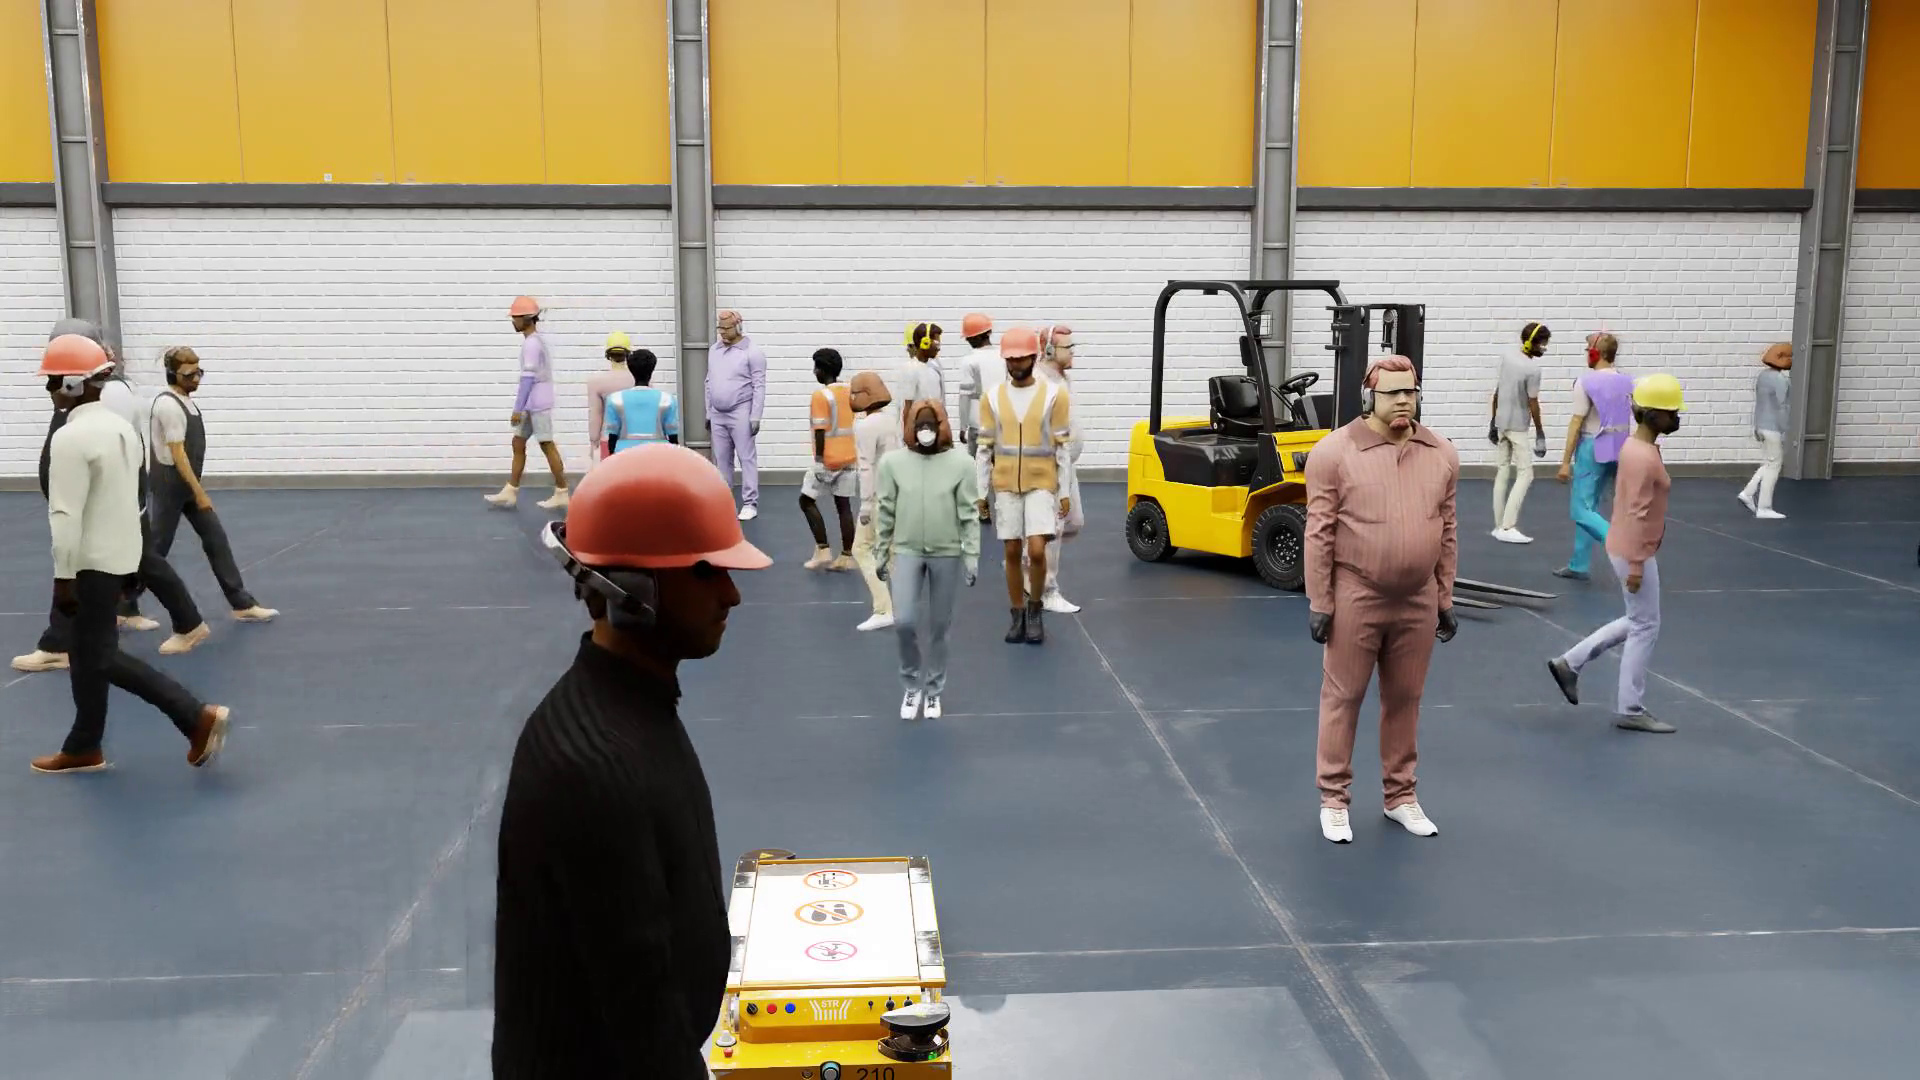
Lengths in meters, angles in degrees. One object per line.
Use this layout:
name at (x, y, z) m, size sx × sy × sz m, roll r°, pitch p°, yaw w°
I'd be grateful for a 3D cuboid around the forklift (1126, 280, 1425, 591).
forklift at (2.301, -0.860, 12.475) m, size 1.214 × 2.155 × 2.313 m, roll -6°, pitch 11°, yaw -35°

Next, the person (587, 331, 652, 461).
person at (-2.717, -0.785, 13.347) m, size 0.524 × 1.769 × 0.325 m, roll -3°, pitch 10°, yaw -18°

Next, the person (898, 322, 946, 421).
person at (-0.321, -0.930, 14.085) m, size 0.403 × 1.822 × 0.588 m, roll -1°, pitch 9°, yaw -6°

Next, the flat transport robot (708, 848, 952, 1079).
flat transport robot at (-0.394, 1.269, 5.127) m, size 0.652 × 0.197 × 1.431 m, roll -1°, pitch 9°, yaw -4°

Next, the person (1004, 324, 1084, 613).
person at (0.573, -0.465, 10.933) m, size 0.488 × 1.893 × 0.662 m, roll 3°, pitch 10°, yaw 19°

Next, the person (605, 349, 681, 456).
person at (-2.282, -0.530, 11.994) m, size 0.537 × 1.687 × 0.327 m, roll -2°, pitch 9°, yaw -11°

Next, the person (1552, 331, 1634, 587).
person at (4.558, -0.568, 11.816) m, size 0.580 × 1.822 × 0.725 m, roll -7°, pitch 11°, yaw -37°

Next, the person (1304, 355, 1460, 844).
person at (1.665, 0.232, 6.526) m, size 0.641 × 1.908 × 0.407 m, roll -2°, pitch 9°, yaw -12°

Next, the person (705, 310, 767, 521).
person at (-2.068, -1.126, 15.070) m, size 0.636 × 1.903 × 0.406 m, roll 5°, pitch 10°, yaw 30°

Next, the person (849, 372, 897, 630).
person at (-0.513, -0.243, 10.444) m, size 0.370 × 1.607 × 0.512 m, roll 3°, pitch 9°, yaw 17°

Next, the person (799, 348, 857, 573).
person at (-0.981, -0.586, 12.351) m, size 0.486 × 1.674 × 0.564 m, roll 5°, pitch 10°, yaw 28°

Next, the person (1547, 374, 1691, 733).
person at (3.221, 0.061, 8.071) m, size 0.514 × 1.746 × 0.537 m, roll 3°, pitch 9°, yaw 17°

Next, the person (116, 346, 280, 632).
person at (-4.859, -0.306, 10.334) m, size 0.970 × 1.790 × 0.504 m, roll -1°, pitch 9°, yaw -8°

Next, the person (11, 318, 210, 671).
person at (-4.825, -0.299, 9.435) m, size 0.695 × 2.000 × 1.031 m, roll 8°, pitch 12°, yaw 42°

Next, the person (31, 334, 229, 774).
person at (-3.690, 0.087, 7.263) m, size 0.849 × 1.969 × 0.621 m, roll -1°, pitch 9°, yaw -5°

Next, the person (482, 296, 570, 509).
person at (-4.123, -1.270, 15.626) m, size 0.933 × 2.003 × 0.629 m, roll -2°, pitch 9°, yaw -13°

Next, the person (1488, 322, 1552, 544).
person at (4.625, -0.893, 13.861) m, size 0.340 × 1.832 × 0.654 m, roll -3°, pitch 10°, yaw -19°

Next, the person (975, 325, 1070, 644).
person at (0.359, -0.315, 9.913) m, size 0.564 × 1.915 × 0.511 m, roll 2°, pitch 9°, yaw 14°

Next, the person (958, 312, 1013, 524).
person at (0.231, -1.061, 14.689) m, size 0.581 × 1.888 × 0.512 m, roll -3°, pitch 10°, yaw -20°

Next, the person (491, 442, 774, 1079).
person at (-0.421, 0.836, 2.559) m, size 0.873 × 1.961 × 0.627 m, roll 0°, pitch 9°, yaw 1°

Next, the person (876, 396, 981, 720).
person at (-0.160, 0.102, 8.212) m, size 0.528 × 1.614 × 0.454 m, roll 0°, pitch 9°, yaw 1°

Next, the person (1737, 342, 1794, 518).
person at (7.404, -0.993, 15.120) m, size 0.358 × 1.615 × 0.521 m, roll 0°, pitch 9°, yaw 0°

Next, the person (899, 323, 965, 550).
person at (-0.208, -0.814, 13.351) m, size 0.827 × 1.831 × 0.484 m, roll 1°, pitch 9°, yaw 4°
